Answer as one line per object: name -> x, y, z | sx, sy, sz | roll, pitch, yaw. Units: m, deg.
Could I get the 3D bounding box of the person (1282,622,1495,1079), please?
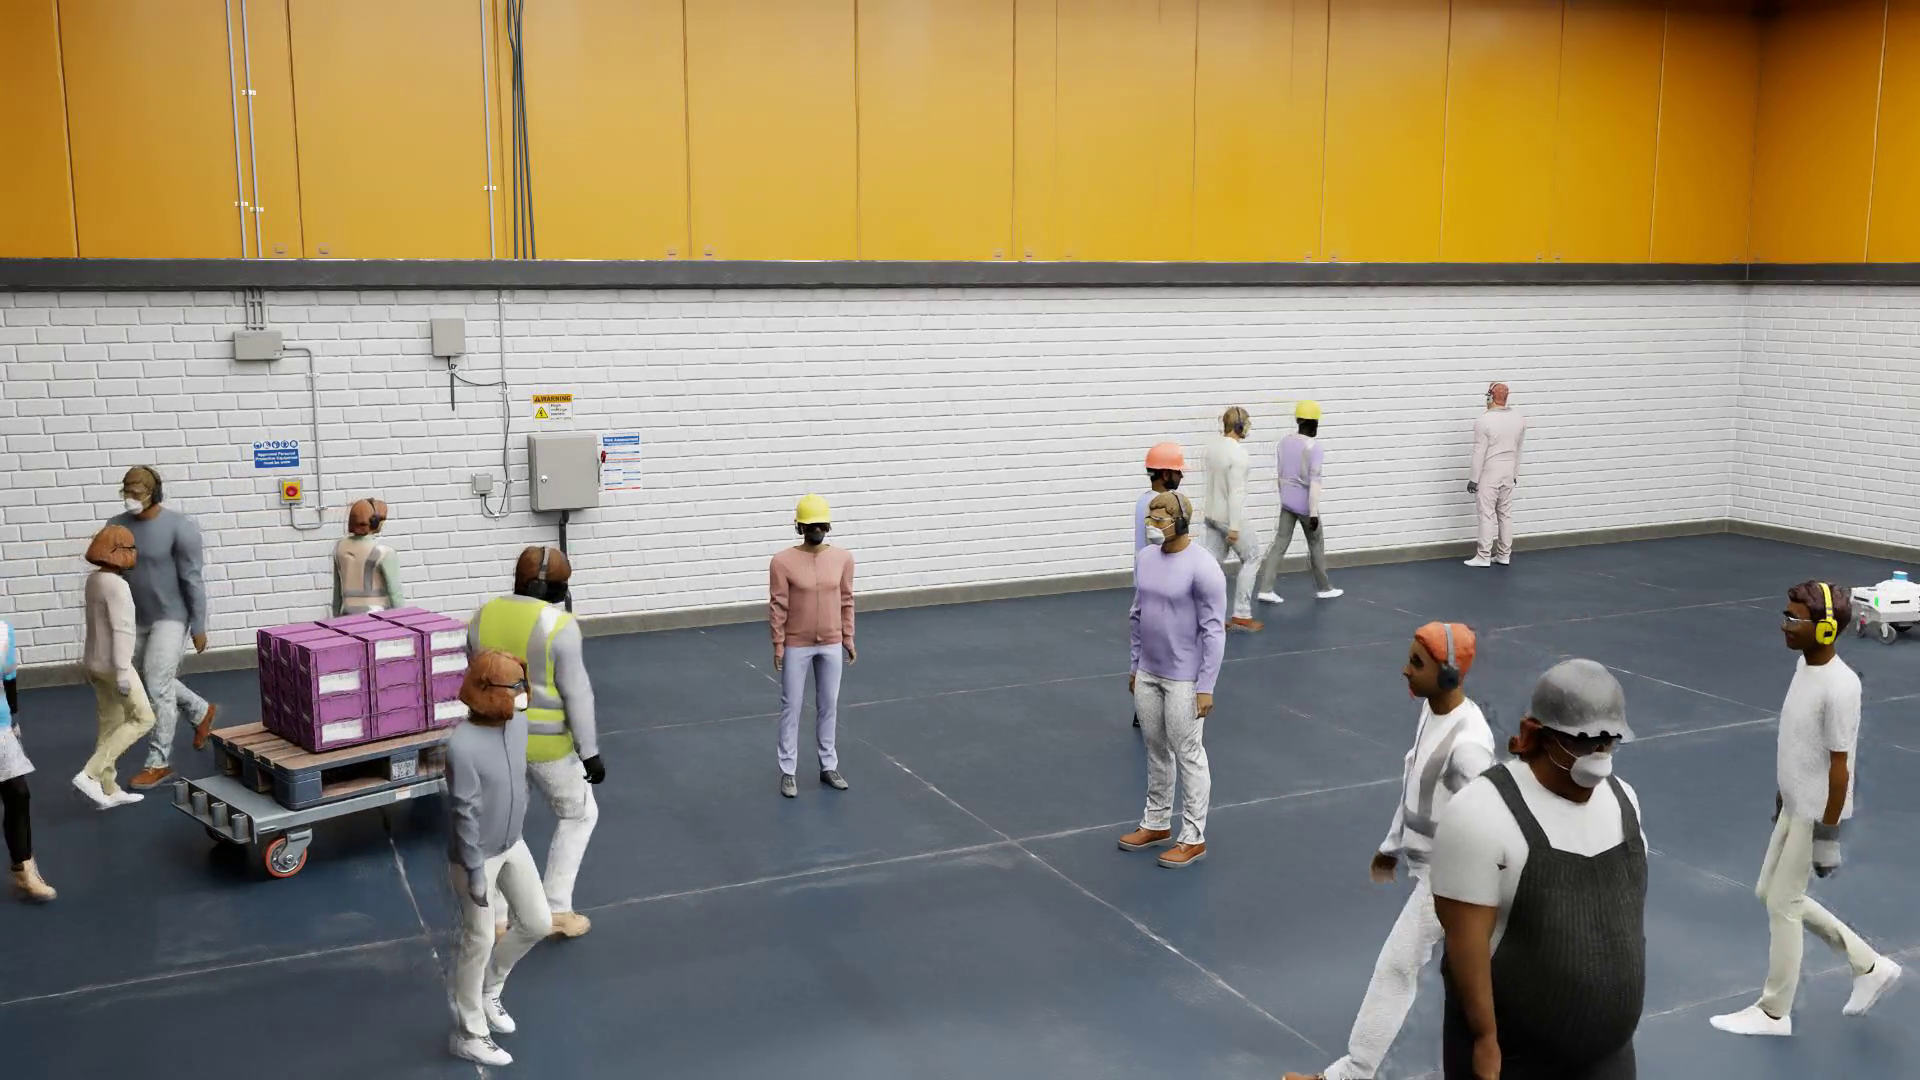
person -> 1.736, 1.183, 5.928 | 1.030, 1.830, 0.587 | 2, 9, 11

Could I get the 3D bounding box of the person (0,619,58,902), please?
person -> -4.641, 0.943, 7.859 | 0.700, 1.671, 0.556 | 6, 11, 34

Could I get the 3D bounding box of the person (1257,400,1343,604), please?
person -> 3.116, -0.347, 15.243 | 0.974, 1.880, 0.601 | -6, 11, -33

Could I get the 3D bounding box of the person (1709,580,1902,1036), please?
person -> 3.359, 1.069, 6.517 | 0.610, 1.855, 0.530 | 2, 9, 14

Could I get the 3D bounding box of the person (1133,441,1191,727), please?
person -> 1.318, 0.320, 10.898 | 0.356, 1.939, 0.542 | -2, 9, -10

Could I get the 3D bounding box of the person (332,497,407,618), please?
person -> -3.694, 0.534, 10.542 | 0.538, 1.617, 0.521 | 5, 10, 28

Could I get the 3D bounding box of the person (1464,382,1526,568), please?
person -> 5.482, -0.665, 17.112 | 0.643, 1.909, 0.410 | -5, 10, -27

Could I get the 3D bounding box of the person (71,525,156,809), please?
person -> -4.765, 0.729, 9.325 | 0.541, 1.617, 0.407 | 9, 13, 44

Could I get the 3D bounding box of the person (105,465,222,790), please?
person -> -4.792, 0.479, 10.024 | 0.640, 1.910, 0.836 | 3, 9, 15

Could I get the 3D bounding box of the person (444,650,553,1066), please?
person -> -1.786, 1.212, 6.367 | 0.376, 1.622, 0.495 | 4, 10, 23

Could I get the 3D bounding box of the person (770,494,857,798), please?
person -> -0.844, 0.605, 9.666 | 0.526, 1.768, 0.330 | -4, 10, -24

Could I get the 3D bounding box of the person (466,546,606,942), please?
person -> -1.910, 0.931, 7.494 | 0.722, 1.817, 0.433 | 4, 10, 26

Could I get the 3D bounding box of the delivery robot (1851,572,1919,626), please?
delivery robot -> 7.750, 0.504, 13.745 | 0.707, 0.478, 0.477 | -2, 9, -11

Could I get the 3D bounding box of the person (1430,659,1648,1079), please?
person -> 1.637, 1.263, 4.732 | 0.684, 2.000, 1.036 | -3, 10, -16

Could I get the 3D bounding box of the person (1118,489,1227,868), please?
person -> 1.085, 0.700, 8.542 | 0.357, 1.938, 0.638 | -6, 11, -33

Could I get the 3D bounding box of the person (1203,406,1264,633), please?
person -> 2.311, -0.167, 13.976 | 0.676, 1.915, 0.633 | -4, 10, -21
